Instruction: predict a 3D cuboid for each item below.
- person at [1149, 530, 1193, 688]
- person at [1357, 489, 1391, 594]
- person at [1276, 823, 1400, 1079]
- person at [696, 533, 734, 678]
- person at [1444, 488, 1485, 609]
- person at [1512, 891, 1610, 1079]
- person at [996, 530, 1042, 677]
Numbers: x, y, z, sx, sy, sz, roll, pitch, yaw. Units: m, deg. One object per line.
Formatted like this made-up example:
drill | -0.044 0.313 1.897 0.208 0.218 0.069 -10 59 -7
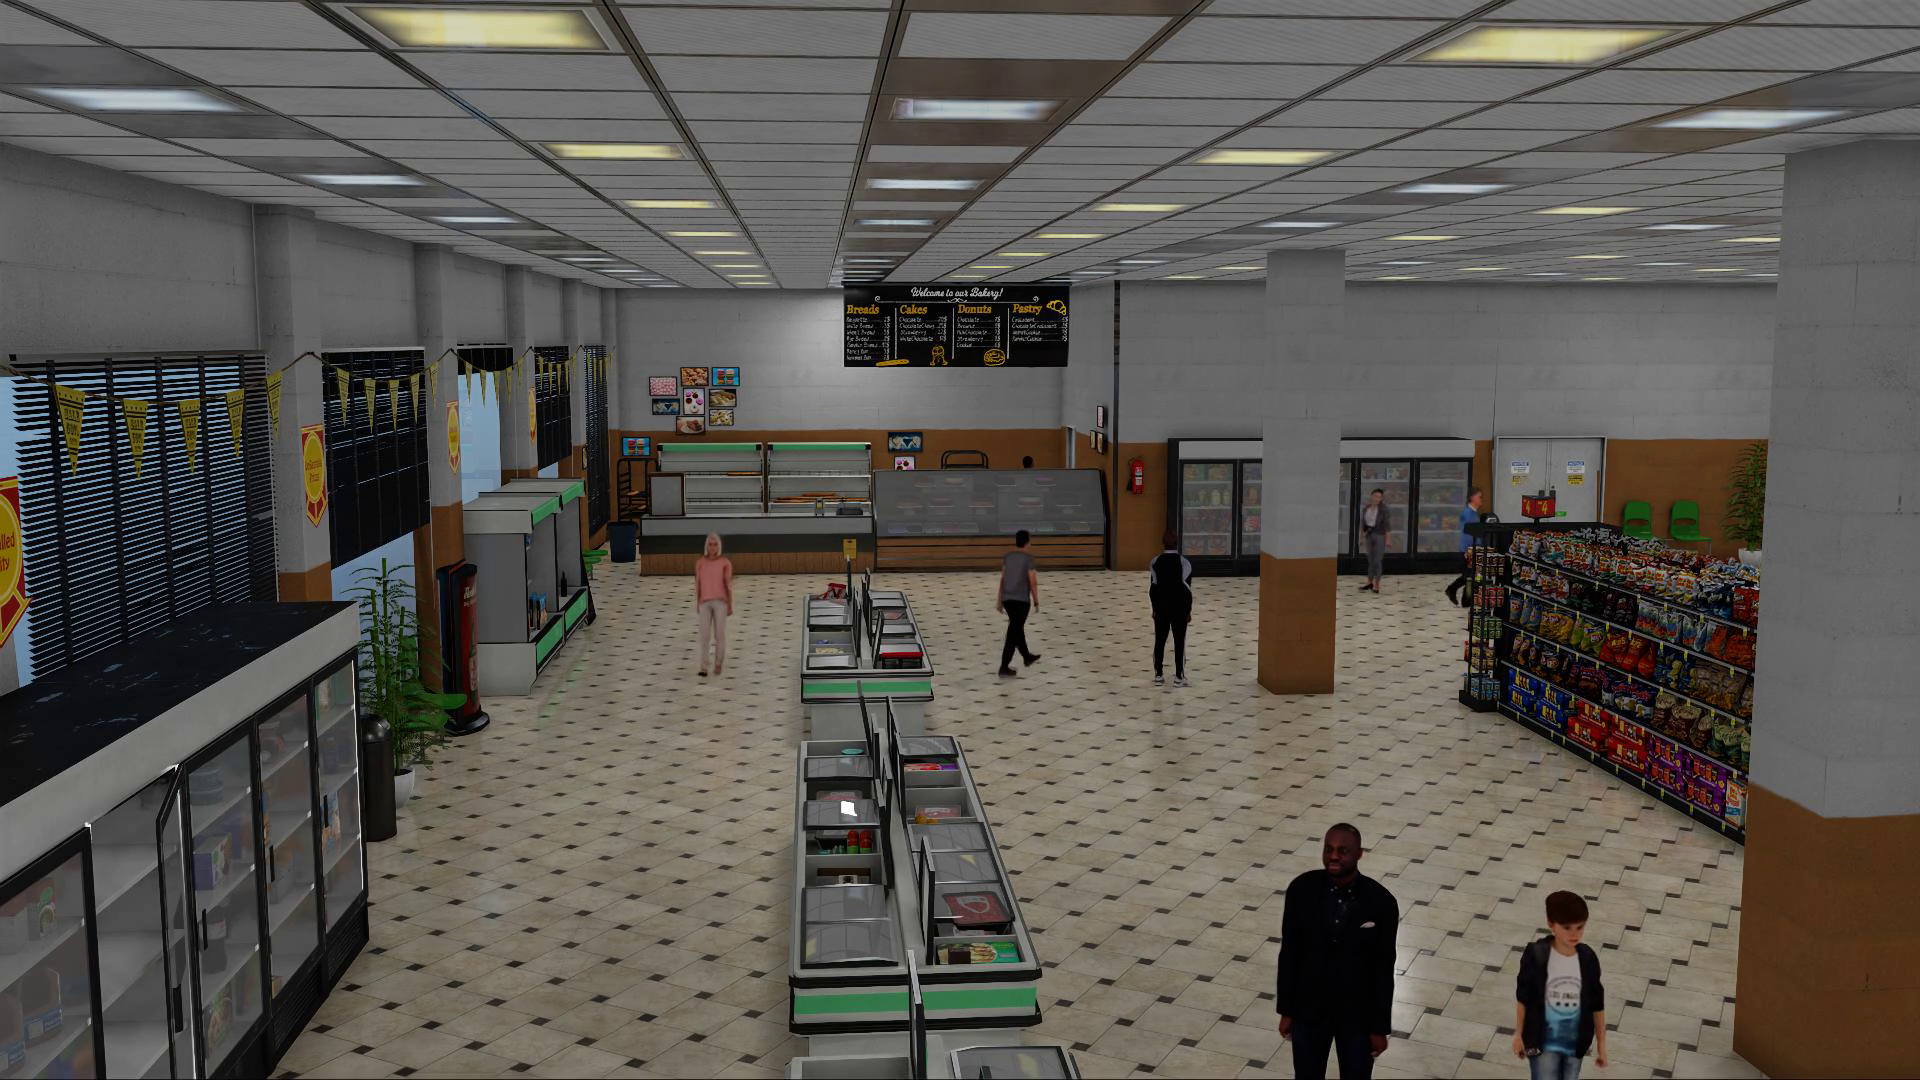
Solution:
person | 2.437 0.782 19.252 0.738 1.828 0.738 3 8 25
person | 6.597 0.011 26.338 0.877 1.660 0.732 -3 8 -27
person | 1.733 2.187 7.670 0.785 1.818 0.785 3 8 25
person | -2.929 0.769 19.916 0.674 1.695 0.966 0 7 2
person | 7.510 0.129 24.765 0.927 1.802 0.872 4 8 28
person | 2.814 2.353 7.912 0.547 1.430 0.767 -1 7 -6
person | 0.620 0.776 19.796 1.109 1.709 1.120 7 10 44
